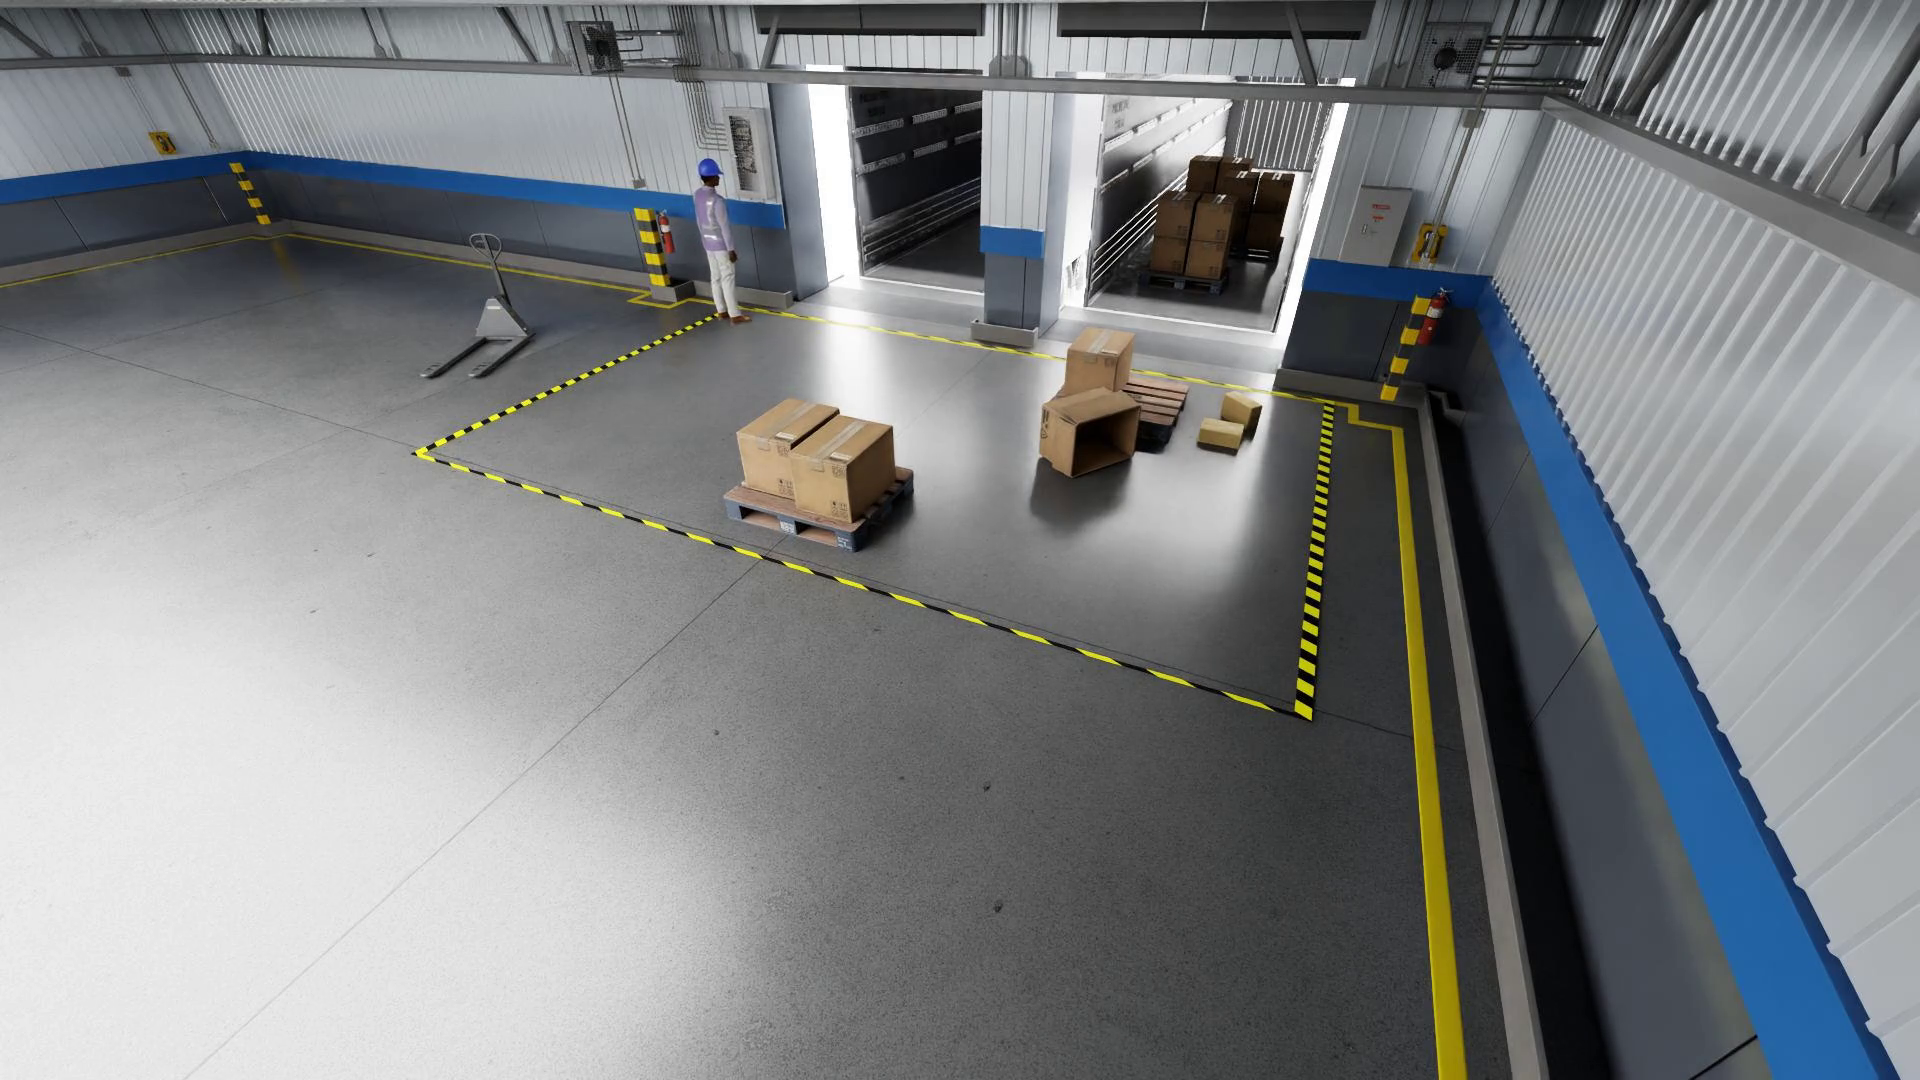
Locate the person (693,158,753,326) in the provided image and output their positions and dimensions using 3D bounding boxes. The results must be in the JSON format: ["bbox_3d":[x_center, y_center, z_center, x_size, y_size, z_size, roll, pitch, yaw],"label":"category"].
[{"bbox_3d":[-3.015,-3.708,9.213,0.607,1.946,0.403,30,45,35],"label":"person"}]

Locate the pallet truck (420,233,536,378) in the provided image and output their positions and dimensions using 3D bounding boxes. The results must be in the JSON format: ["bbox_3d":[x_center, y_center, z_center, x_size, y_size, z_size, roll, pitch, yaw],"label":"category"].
[{"bbox_3d":[-5.664,-2.712,8.427,0.680,1.201,1.601,0,35,-1],"label":"pallet truck"}]
